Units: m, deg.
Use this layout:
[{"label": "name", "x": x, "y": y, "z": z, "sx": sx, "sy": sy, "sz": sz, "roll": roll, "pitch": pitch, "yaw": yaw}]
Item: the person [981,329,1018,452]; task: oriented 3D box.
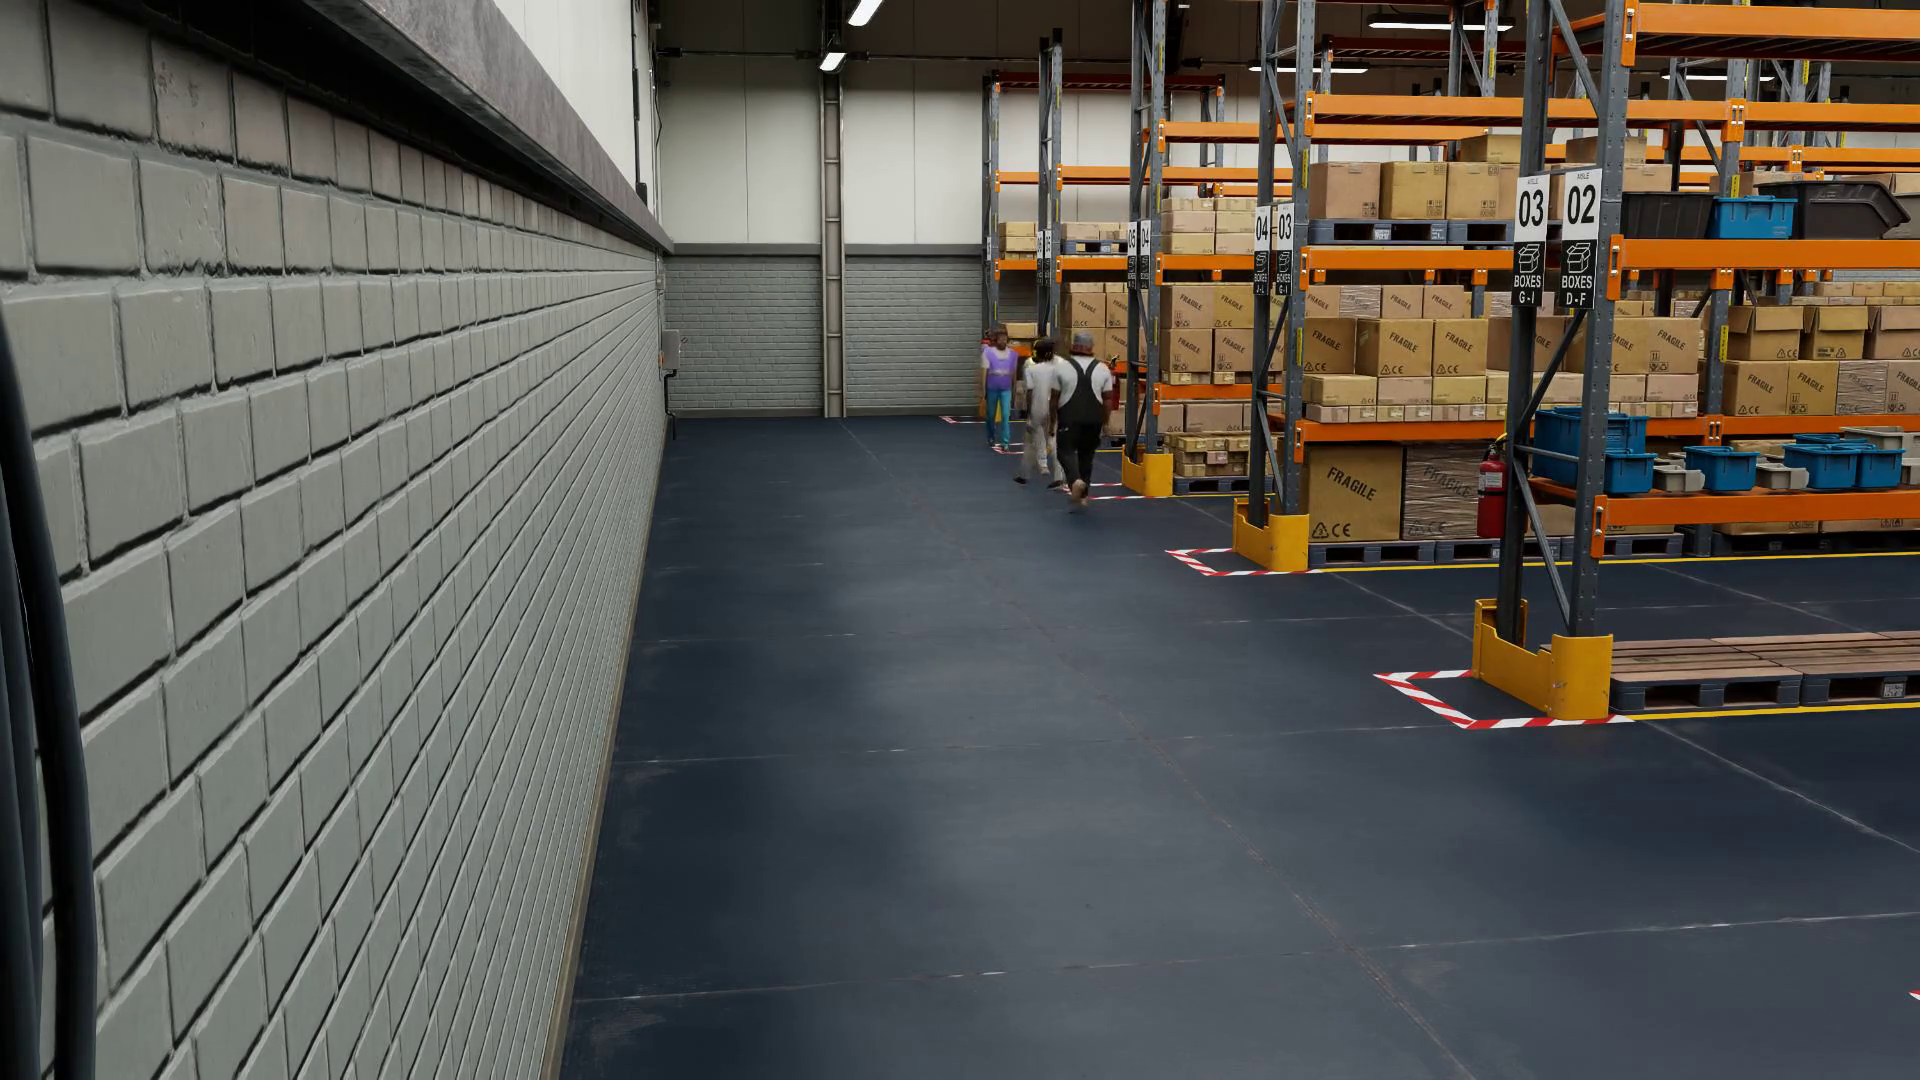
[{"label": "person", "x": 0.573, "y": -2.233, "z": 24.638, "sx": 0.579, "sy": 1.817, "sz": 0.882, "roll": -1, "pitch": 9, "yaw": -8}]

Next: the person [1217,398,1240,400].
[{"label": "person", "x": 4.513, "y": -2.849, "z": 27.909, "sx": 0.535, "sy": 1.972, "sz": 0.647, "roll": -1, "pitch": 9, "yaw": -4}]

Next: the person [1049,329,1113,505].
[{"label": "person", "x": 1.356, "y": -1.371, "z": 18.603, "sx": 0.702, "sy": 2.000, "sz": 0.727, "roll": -1, "pitch": 9, "yaw": -9}]

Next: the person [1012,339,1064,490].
[{"label": "person", "x": 0.976, "y": -1.516, "z": 20.228, "sx": 0.539, "sy": 1.815, "sz": 1.003, "roll": -6, "pitch": 11, "yaw": -31}]

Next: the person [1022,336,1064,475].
[{"label": "person", "x": 1.107, "y": -1.788, "z": 21.903, "sx": 0.636, "sy": 1.816, "sz": 0.800, "roll": -2, "pitch": 10, "yaw": -14}]
